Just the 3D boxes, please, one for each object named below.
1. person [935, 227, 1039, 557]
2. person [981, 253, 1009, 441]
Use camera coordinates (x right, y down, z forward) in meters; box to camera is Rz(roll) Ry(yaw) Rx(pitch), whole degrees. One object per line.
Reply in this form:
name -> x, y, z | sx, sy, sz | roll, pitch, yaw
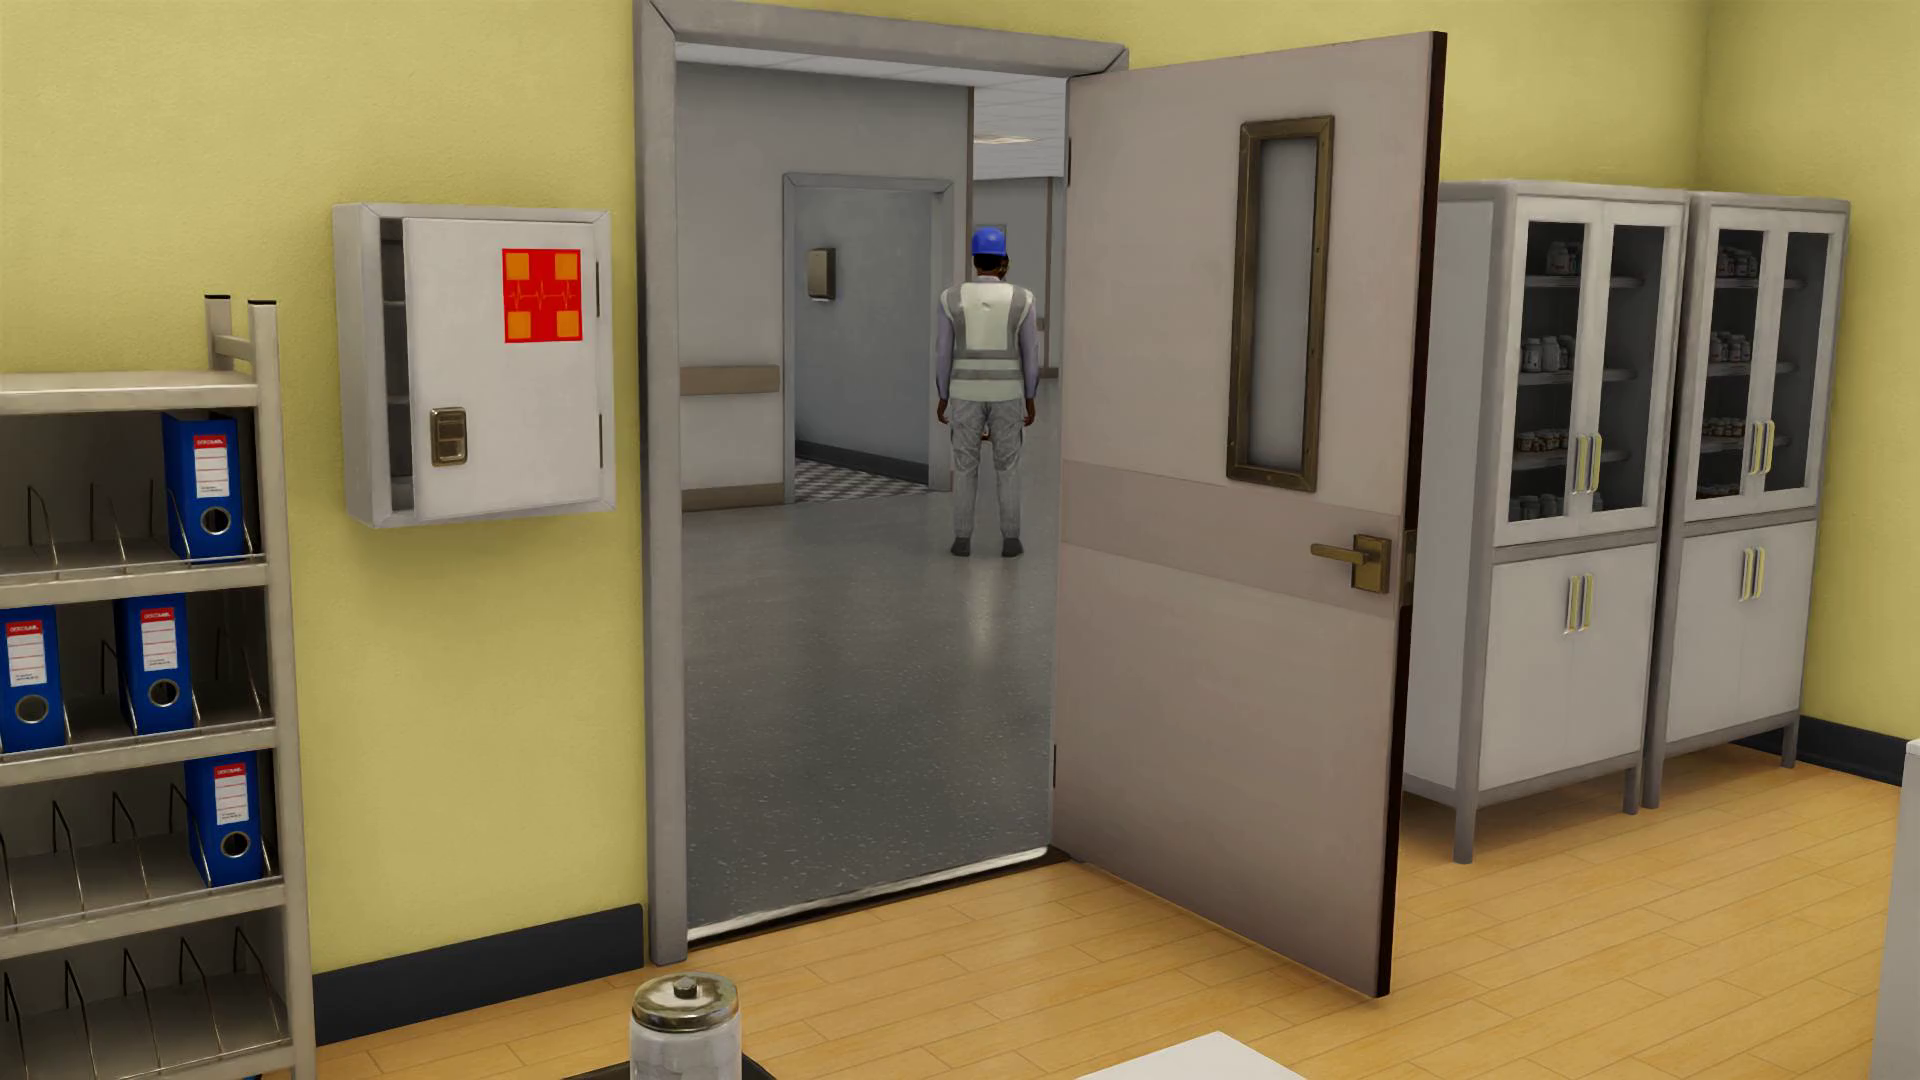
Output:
person -> 0.158, -0.865, 9.828 | 0.615, 1.943, 0.409 | 1, 10, 1
person -> 0.344, -1.902, 16.291 | 0.521, 1.865, 0.327 | -7, 13, -41
